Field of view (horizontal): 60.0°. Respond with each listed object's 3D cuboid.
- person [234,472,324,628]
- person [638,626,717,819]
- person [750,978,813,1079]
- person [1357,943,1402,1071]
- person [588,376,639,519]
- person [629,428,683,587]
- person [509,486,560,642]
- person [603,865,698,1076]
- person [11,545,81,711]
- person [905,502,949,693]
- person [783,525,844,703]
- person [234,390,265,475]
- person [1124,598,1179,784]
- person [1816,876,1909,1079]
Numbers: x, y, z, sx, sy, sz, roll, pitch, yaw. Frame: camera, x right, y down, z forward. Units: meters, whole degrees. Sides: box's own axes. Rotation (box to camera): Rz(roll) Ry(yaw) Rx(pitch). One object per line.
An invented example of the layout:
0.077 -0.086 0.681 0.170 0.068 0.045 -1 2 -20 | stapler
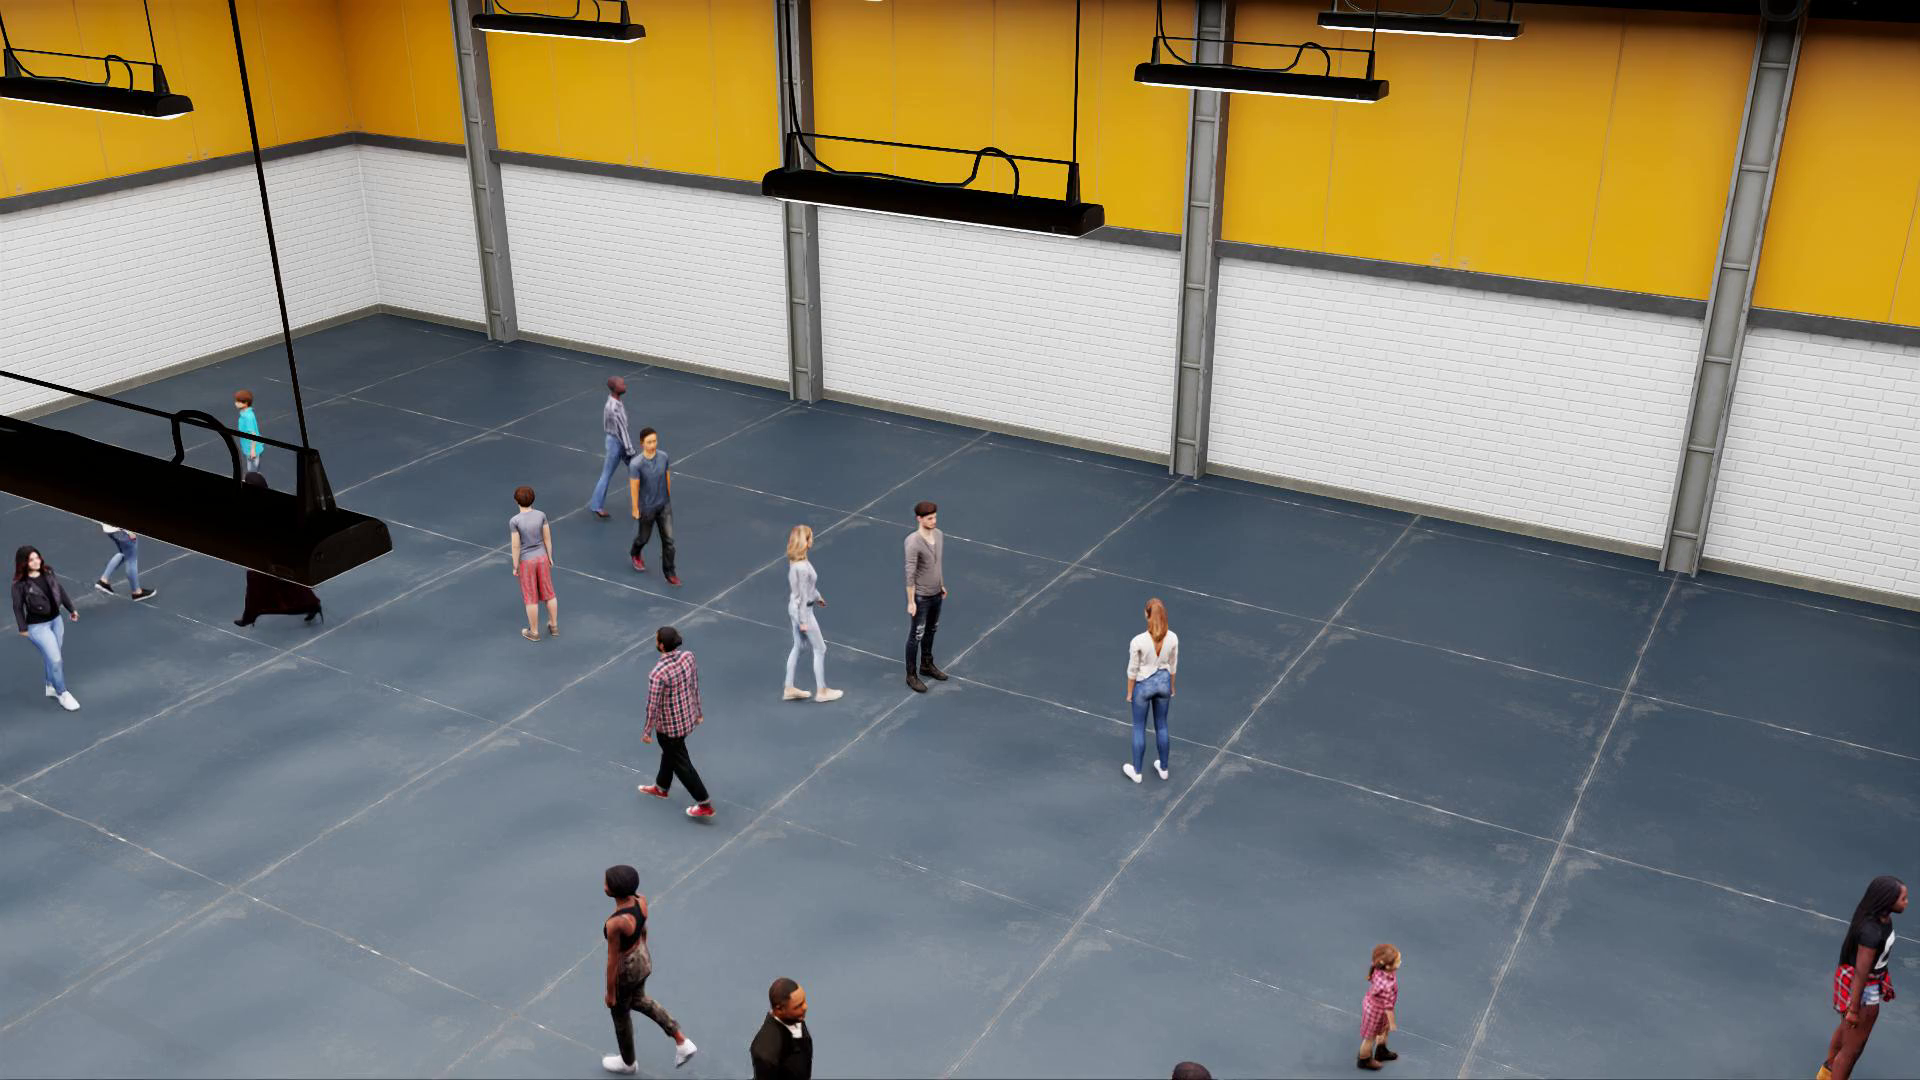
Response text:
-7.017 0.130 17.170 1.227 1.702 1.069 -2 24 -4 | person
-2.333 1.550 13.894 1.094 1.724 0.747 12 26 25 | person
-1.124 3.301 9.690 1.145 1.883 0.928 5 24 11 | person
2.764 3.134 11.160 0.621 1.012 0.551 -1 24 -2 | person
-4.178 -1.055 19.836 1.252 1.739 1.115 -3 24 -7 | person
-3.432 -0.397 18.291 0.949 1.770 1.229 -17 29 -34 | person
-4.363 0.233 17.001 0.657 1.650 0.661 -15 28 -31 | person
-2.099 2.873 10.923 0.960 1.680 0.676 8 25 18 | person
-8.729 0.793 15.757 0.841 1.620 0.738 7 25 16 | person
-0.342 0.508 16.055 0.586 1.903 0.722 17 29 33 | person
-1.570 0.714 15.750 0.914 1.770 0.852 -5 24 -12 | person
-8.666 -1.158 20.436 0.701 1.448 0.624 -11 26 -24 | person
1.671 1.302 14.464 0.672 1.723 0.725 -7 25 -15 | person
5.791 2.909 10.792 0.580 1.719 0.629 14 27 29 | person
